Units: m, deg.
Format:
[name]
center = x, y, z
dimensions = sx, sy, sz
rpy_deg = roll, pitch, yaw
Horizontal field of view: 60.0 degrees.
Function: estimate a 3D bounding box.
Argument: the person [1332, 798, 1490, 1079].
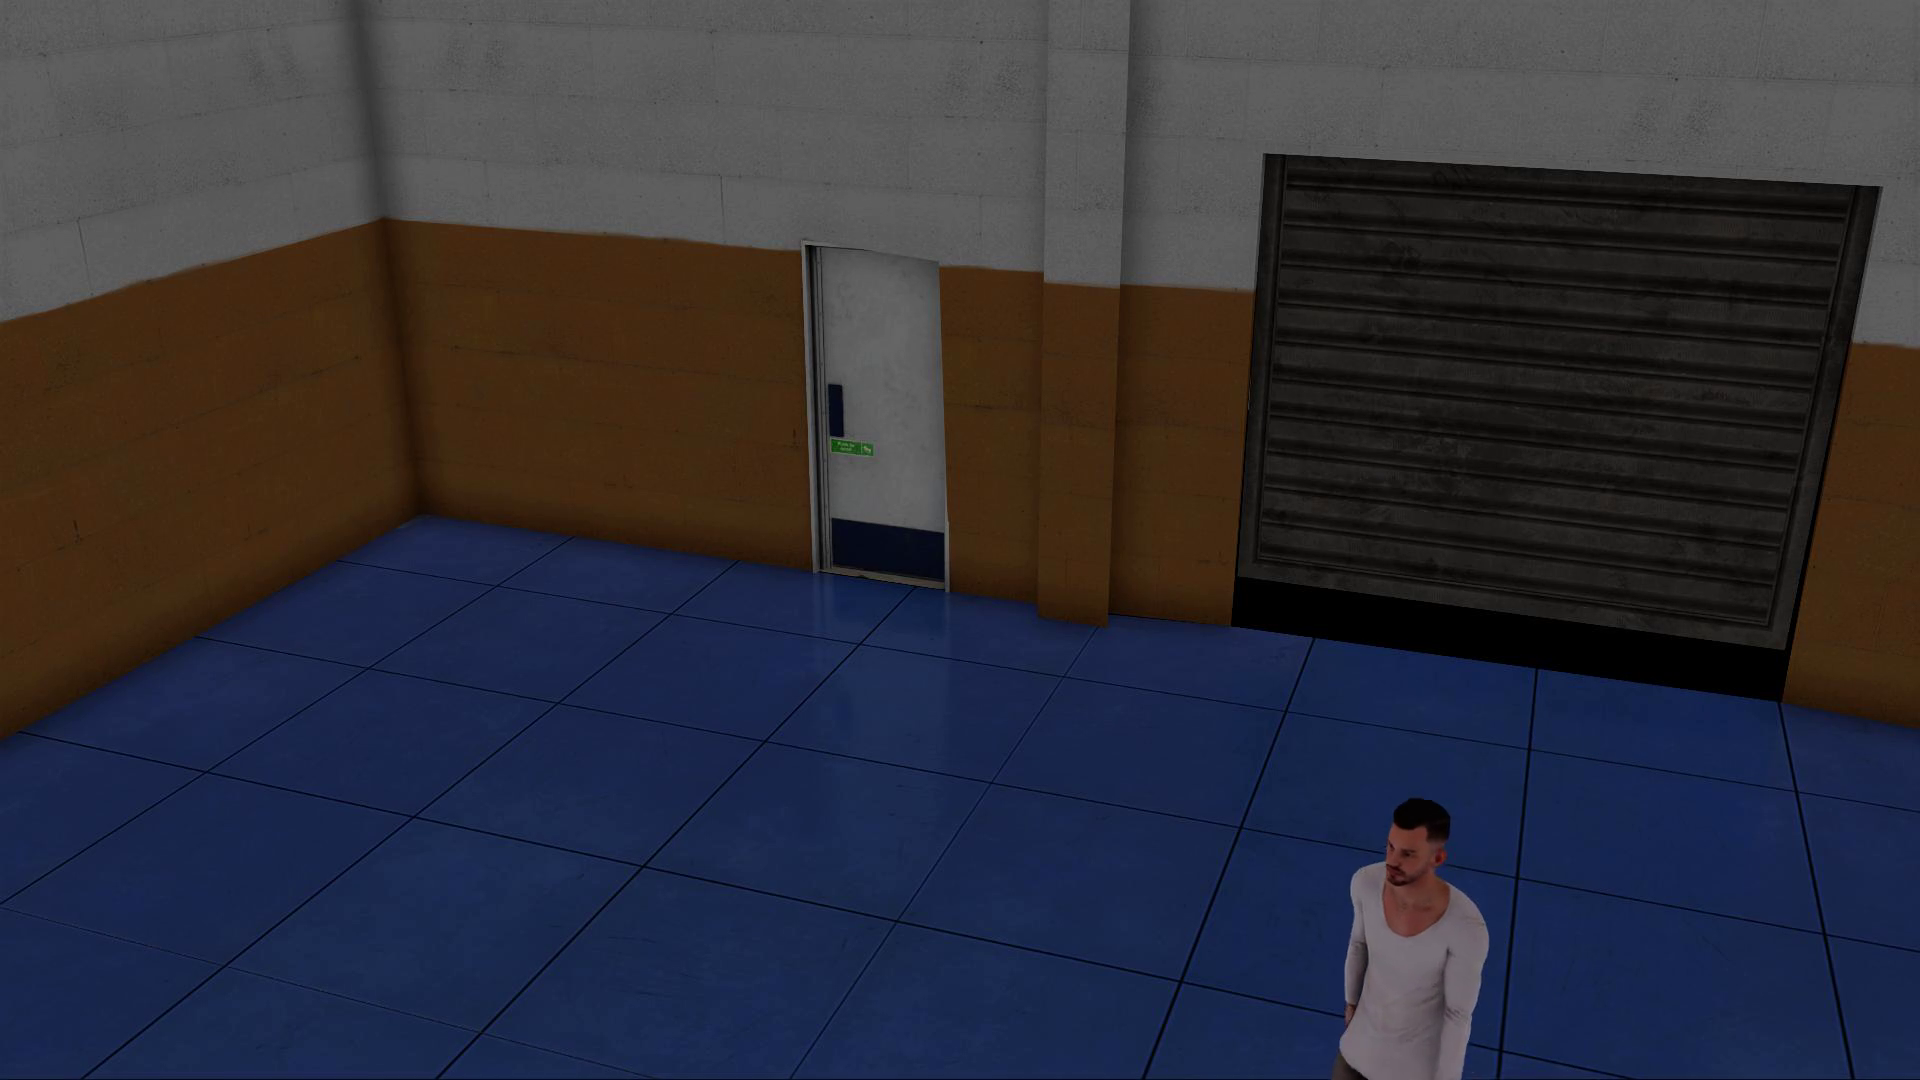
[person]
center = 1.520, 1.638, 5.528
dimensions = 1.057, 1.801, 1.117
rpy_deg = -19, 29, -39
